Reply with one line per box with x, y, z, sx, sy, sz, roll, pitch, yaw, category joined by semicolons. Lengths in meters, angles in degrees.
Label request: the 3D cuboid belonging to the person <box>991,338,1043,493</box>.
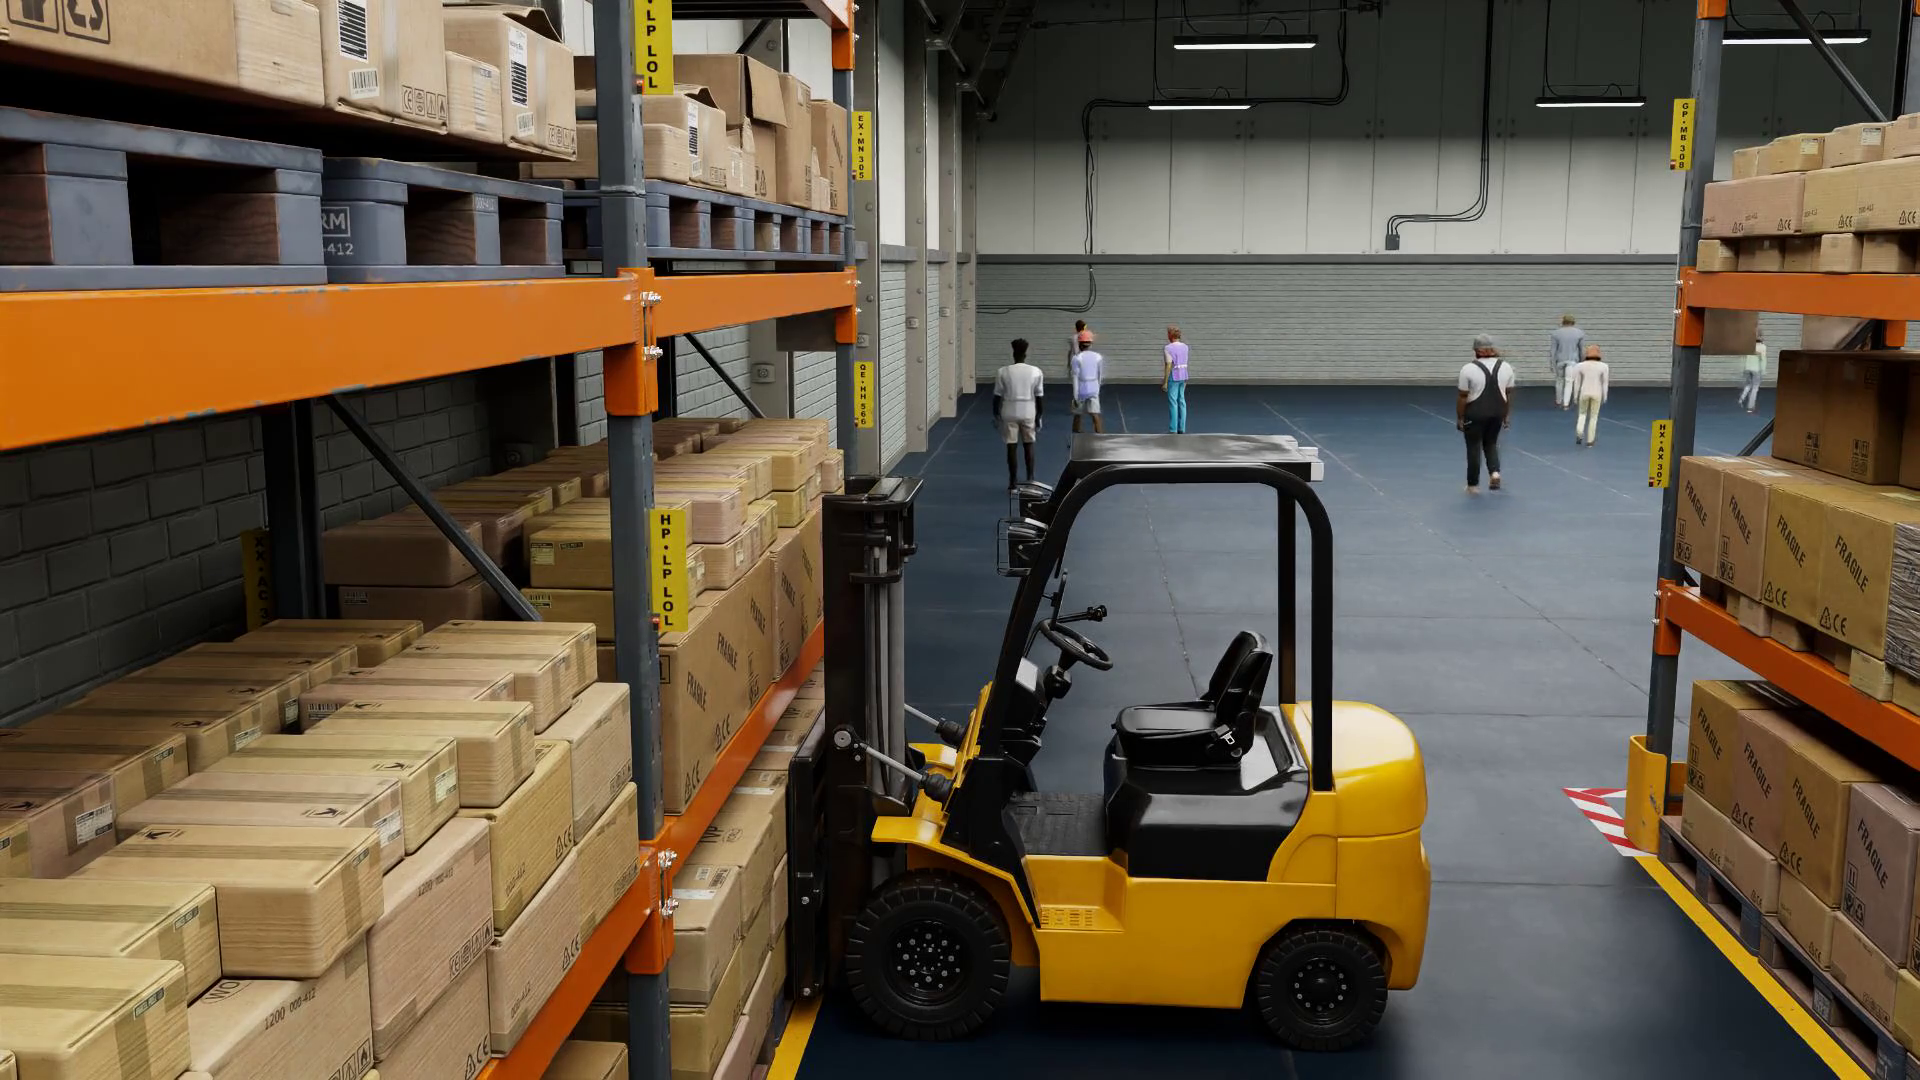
0.726;-1.570;21.006;0.625;1.955;0.471;-2;10;-11;person

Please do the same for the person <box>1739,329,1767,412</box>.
15.562;-3.316;32.609;0.380;1.618;0.522;-5;10;-26;person

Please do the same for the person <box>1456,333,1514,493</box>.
6.558;-1.600;20.939;0.706;2.000;0.536;-1;9;-7;person

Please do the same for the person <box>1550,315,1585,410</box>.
12.071;-3.525;33.084;0.636;1.893;1.007;4;10;24;person

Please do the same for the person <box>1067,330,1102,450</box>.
1.931;-2.252;25.390;0.544;1.890;1.046;-3;10;-19;person

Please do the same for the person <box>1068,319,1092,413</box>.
2.315;-3.349;32.155;0.512;1.845;0.794;5;11;27;person

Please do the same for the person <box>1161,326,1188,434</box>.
3.630;-2.668;28.008;0.564;1.841;0.395;-9;13;-43;person

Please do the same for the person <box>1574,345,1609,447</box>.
10.001;-2.280;26.348;0.501;1.623;0.343;5;11;30;person
